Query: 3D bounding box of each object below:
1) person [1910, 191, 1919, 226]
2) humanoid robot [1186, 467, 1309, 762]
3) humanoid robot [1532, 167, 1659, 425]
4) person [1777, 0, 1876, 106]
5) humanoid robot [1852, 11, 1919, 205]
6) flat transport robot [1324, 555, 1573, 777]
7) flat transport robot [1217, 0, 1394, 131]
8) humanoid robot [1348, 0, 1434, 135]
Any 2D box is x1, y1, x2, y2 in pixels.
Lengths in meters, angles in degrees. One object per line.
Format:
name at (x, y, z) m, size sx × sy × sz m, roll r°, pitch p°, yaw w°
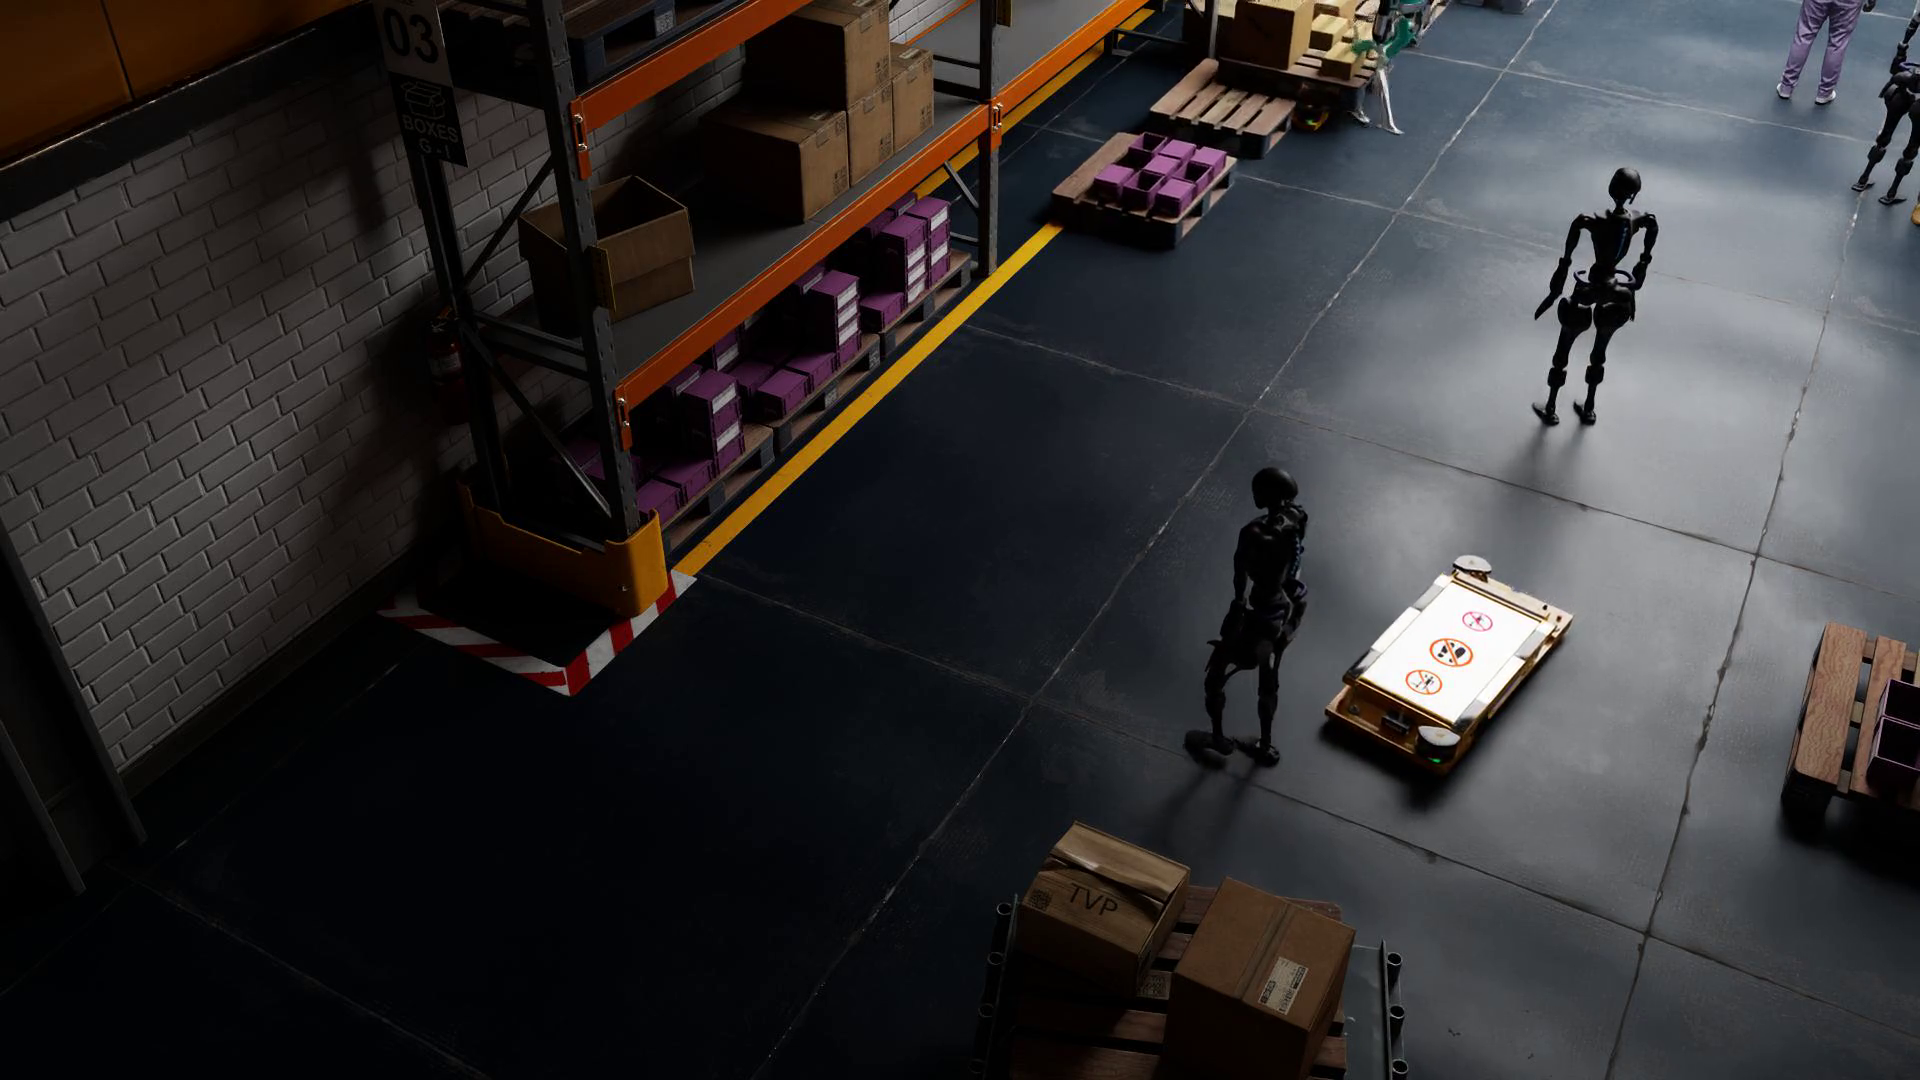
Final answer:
person at (7.314, -3.128, 11.827) m, size 0.581 × 1.898 × 0.344 m, roll 7°, pitch 39°, yaw 9°
humanoid robot at (1.359, 0.350, 7.653) m, size 0.438 × 1.647 × 0.615 m, roll 29°, pitch 47°, yaw 31°
humanoid robot at (3.766, -1.444, 9.895) m, size 0.603 × 1.656 × 0.319 m, roll -2°, pitch 39°, yaw -2°
person at (7.154, -4.509, 13.547) m, size 0.651 × 1.905 × 0.405 m, roll 18°, pitch 42°, yaw 21°
humanoid robot at (7.043, -3.303, 12.217) m, size 0.313 × 1.652 × 0.601 m, roll -20°, pitch 43°, yaw -23°
flat transport robot at (2.512, 0.606, 8.462) m, size 0.659 × 0.231 × 1.431 m, roll 28°, pitch 46°, yaw 30°
flat transport robot at (2.938, -3.855, 14.039) m, size 0.659 × 0.231 × 1.431 m, roll 19°, pitch 42°, yaw 22°
humanoid robot at (3.373, -4.117, 13.191) m, size 0.535 × 1.764 × 0.856 m, roll -17°, pitch 42°, yaw -20°
